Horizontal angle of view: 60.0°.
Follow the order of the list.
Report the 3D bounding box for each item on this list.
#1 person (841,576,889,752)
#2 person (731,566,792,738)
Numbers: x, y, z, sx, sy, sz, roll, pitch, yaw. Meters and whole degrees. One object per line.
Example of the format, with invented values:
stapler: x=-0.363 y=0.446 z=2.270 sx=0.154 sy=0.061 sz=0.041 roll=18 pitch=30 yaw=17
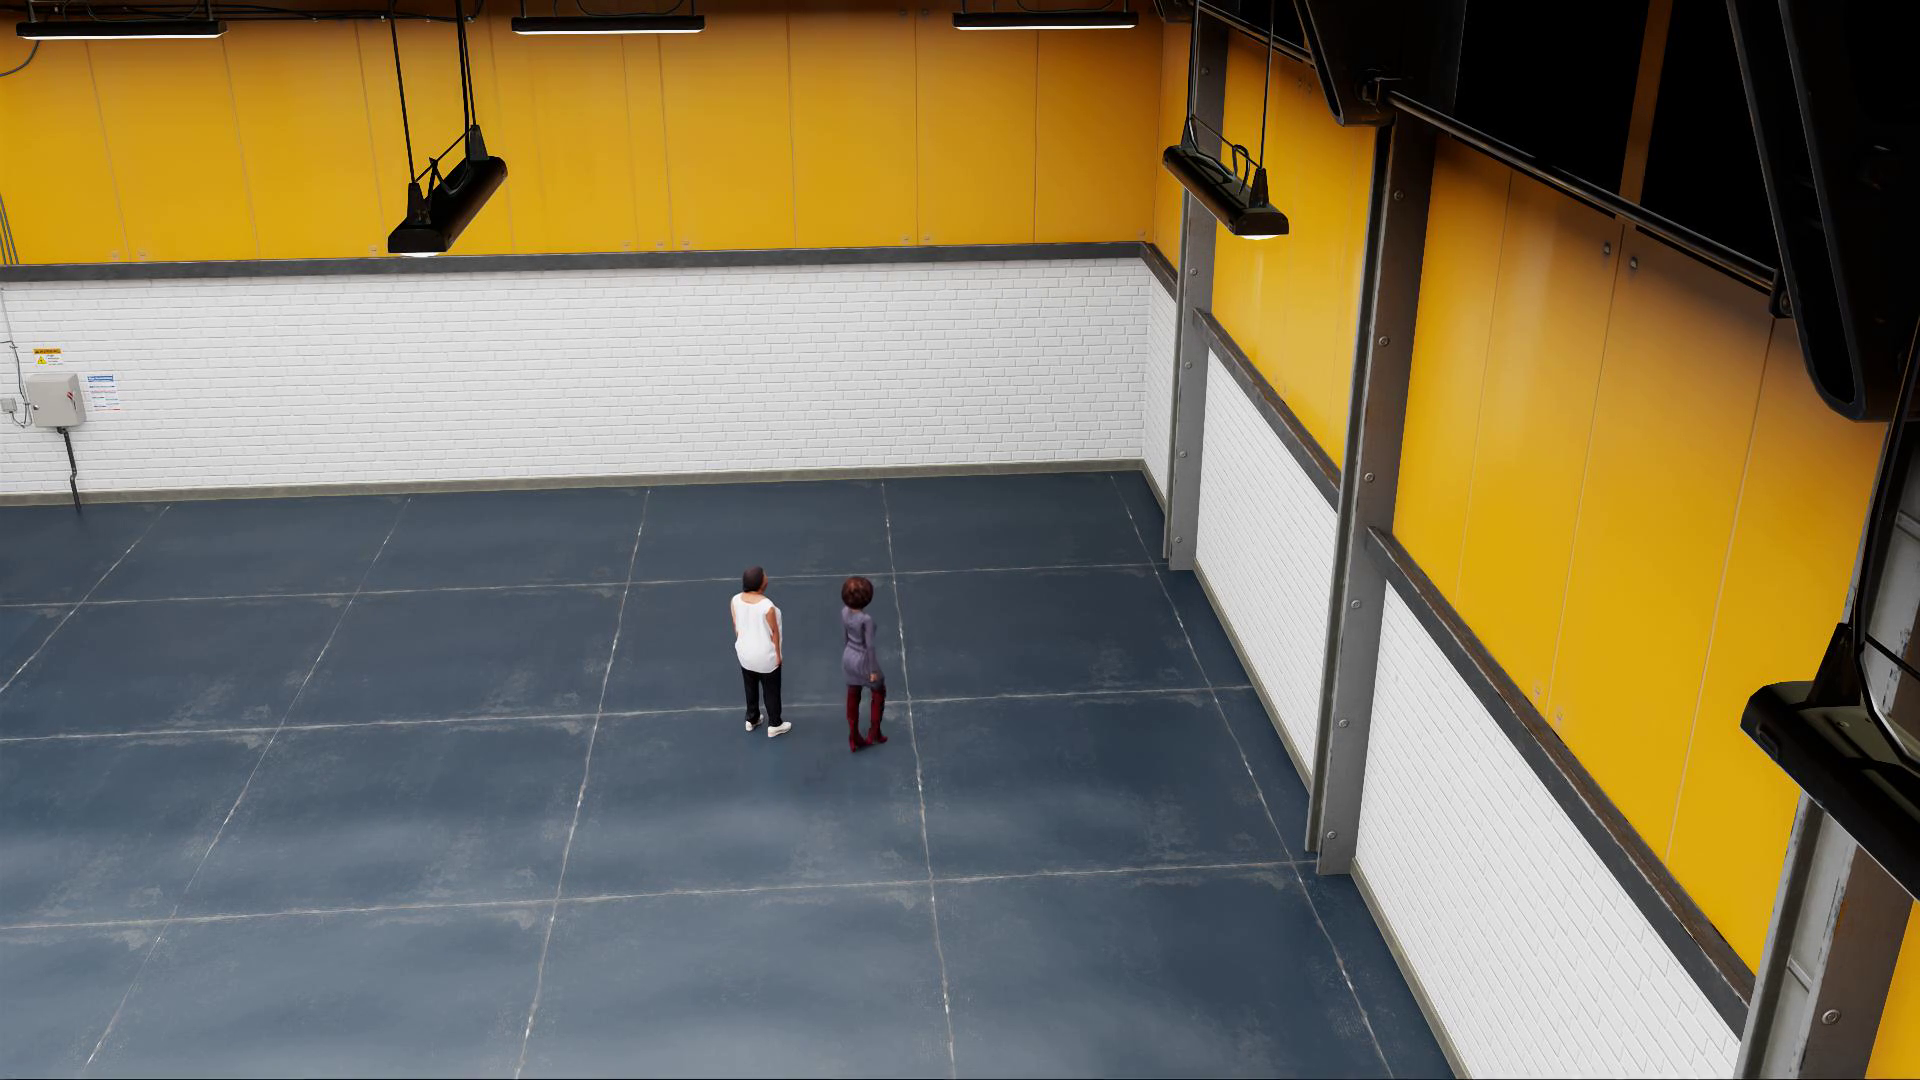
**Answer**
person: x=-0.958 y=1.164 z=15.093 sx=0.731 sy=1.699 sz=0.795 roll=20 pitch=31 yaw=38
person: x=-1.853 y=1.015 z=15.449 sx=0.765 sy=1.687 sz=0.804 roll=14 pitch=27 yaw=30
